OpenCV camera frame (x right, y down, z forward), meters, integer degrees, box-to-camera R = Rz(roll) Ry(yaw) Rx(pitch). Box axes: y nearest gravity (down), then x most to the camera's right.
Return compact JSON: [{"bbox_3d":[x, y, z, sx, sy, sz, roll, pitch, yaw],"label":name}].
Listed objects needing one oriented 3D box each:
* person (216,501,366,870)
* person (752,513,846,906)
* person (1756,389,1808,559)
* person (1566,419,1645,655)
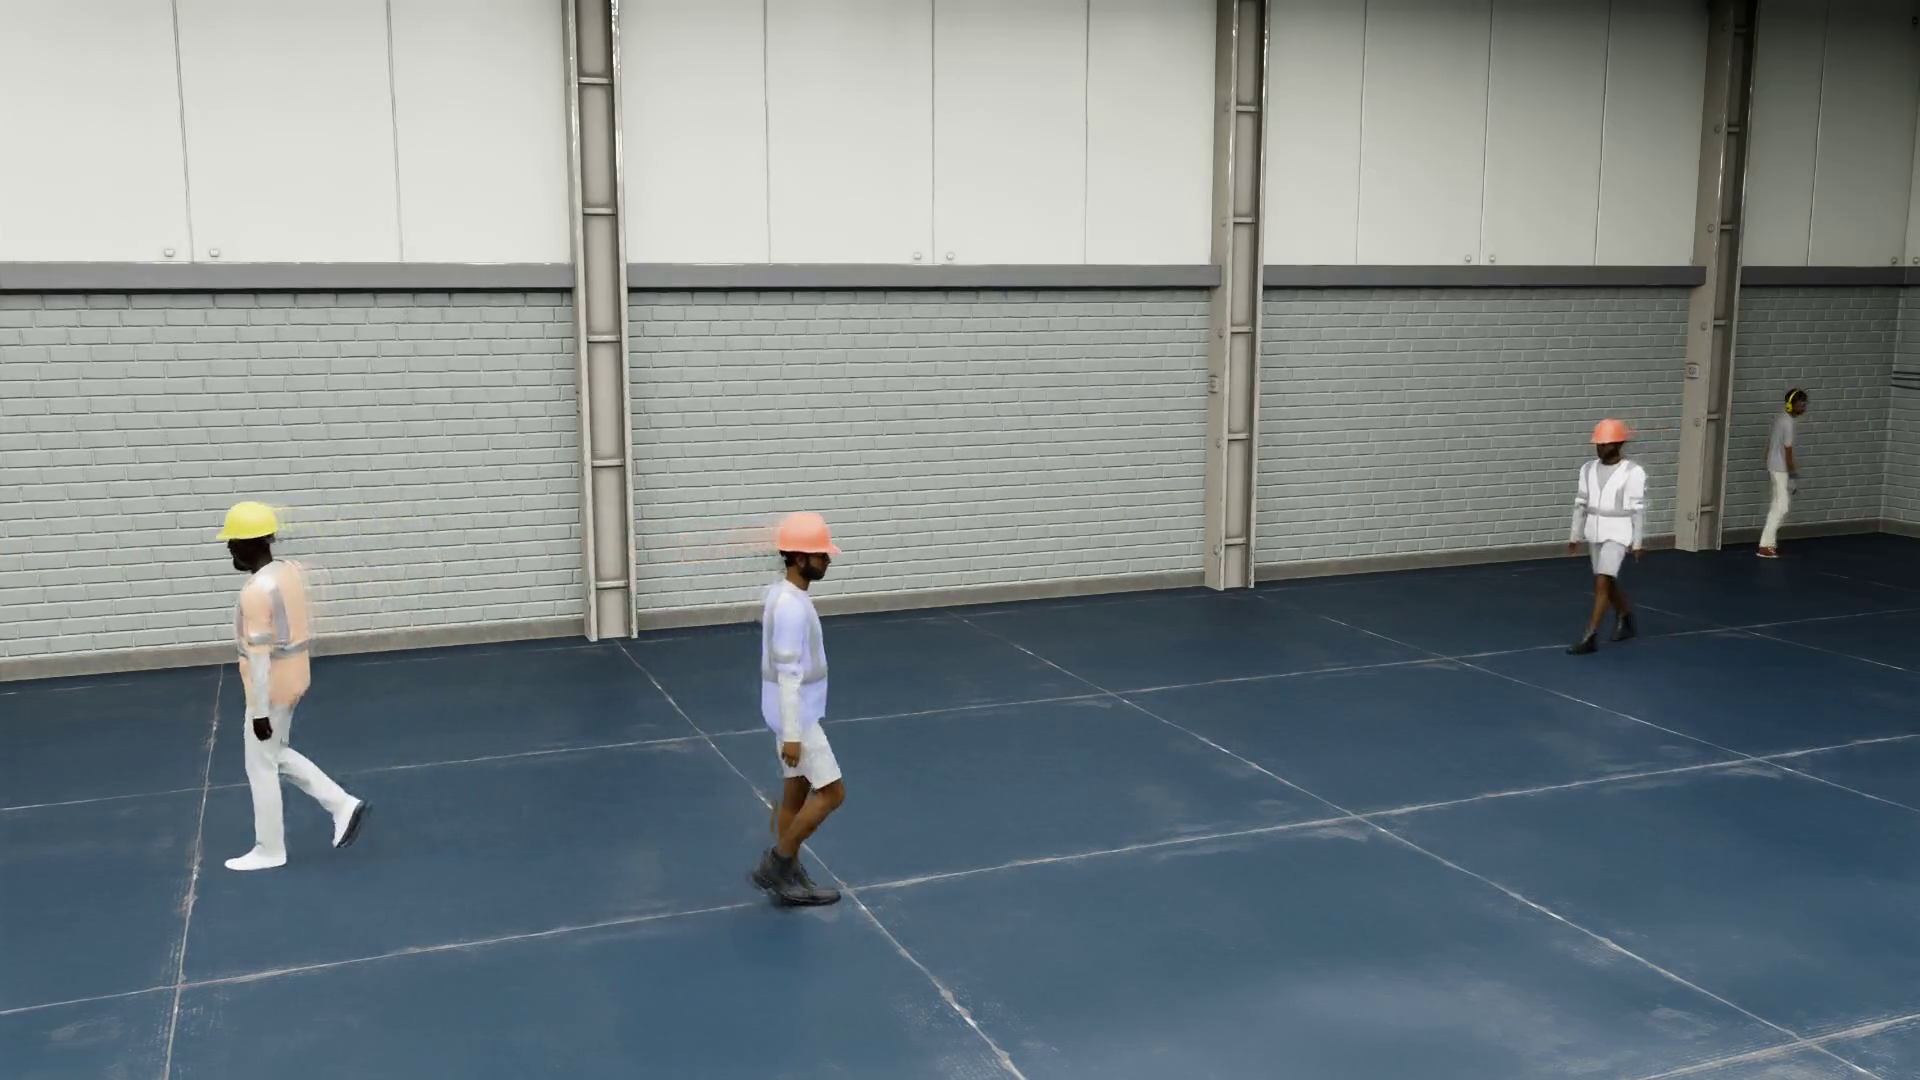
[{"bbox_3d":[-3.447,0.743,8.457,0.587,1.911,0.608,-1,9,-3],"label":"person"},{"bbox_3d":[-0.739,0.825,7.902,0.401,1.923,0.570,-1,9,-9],"label":"person"},{"bbox_3d":[8.840,-0.713,17.875,0.380,1.836,0.649,3,9,16],"label":"person"},{"bbox_3d":[5.281,-0.050,13.516,0.991,1.895,0.562,-6,11,-34],"label":"person"}]
